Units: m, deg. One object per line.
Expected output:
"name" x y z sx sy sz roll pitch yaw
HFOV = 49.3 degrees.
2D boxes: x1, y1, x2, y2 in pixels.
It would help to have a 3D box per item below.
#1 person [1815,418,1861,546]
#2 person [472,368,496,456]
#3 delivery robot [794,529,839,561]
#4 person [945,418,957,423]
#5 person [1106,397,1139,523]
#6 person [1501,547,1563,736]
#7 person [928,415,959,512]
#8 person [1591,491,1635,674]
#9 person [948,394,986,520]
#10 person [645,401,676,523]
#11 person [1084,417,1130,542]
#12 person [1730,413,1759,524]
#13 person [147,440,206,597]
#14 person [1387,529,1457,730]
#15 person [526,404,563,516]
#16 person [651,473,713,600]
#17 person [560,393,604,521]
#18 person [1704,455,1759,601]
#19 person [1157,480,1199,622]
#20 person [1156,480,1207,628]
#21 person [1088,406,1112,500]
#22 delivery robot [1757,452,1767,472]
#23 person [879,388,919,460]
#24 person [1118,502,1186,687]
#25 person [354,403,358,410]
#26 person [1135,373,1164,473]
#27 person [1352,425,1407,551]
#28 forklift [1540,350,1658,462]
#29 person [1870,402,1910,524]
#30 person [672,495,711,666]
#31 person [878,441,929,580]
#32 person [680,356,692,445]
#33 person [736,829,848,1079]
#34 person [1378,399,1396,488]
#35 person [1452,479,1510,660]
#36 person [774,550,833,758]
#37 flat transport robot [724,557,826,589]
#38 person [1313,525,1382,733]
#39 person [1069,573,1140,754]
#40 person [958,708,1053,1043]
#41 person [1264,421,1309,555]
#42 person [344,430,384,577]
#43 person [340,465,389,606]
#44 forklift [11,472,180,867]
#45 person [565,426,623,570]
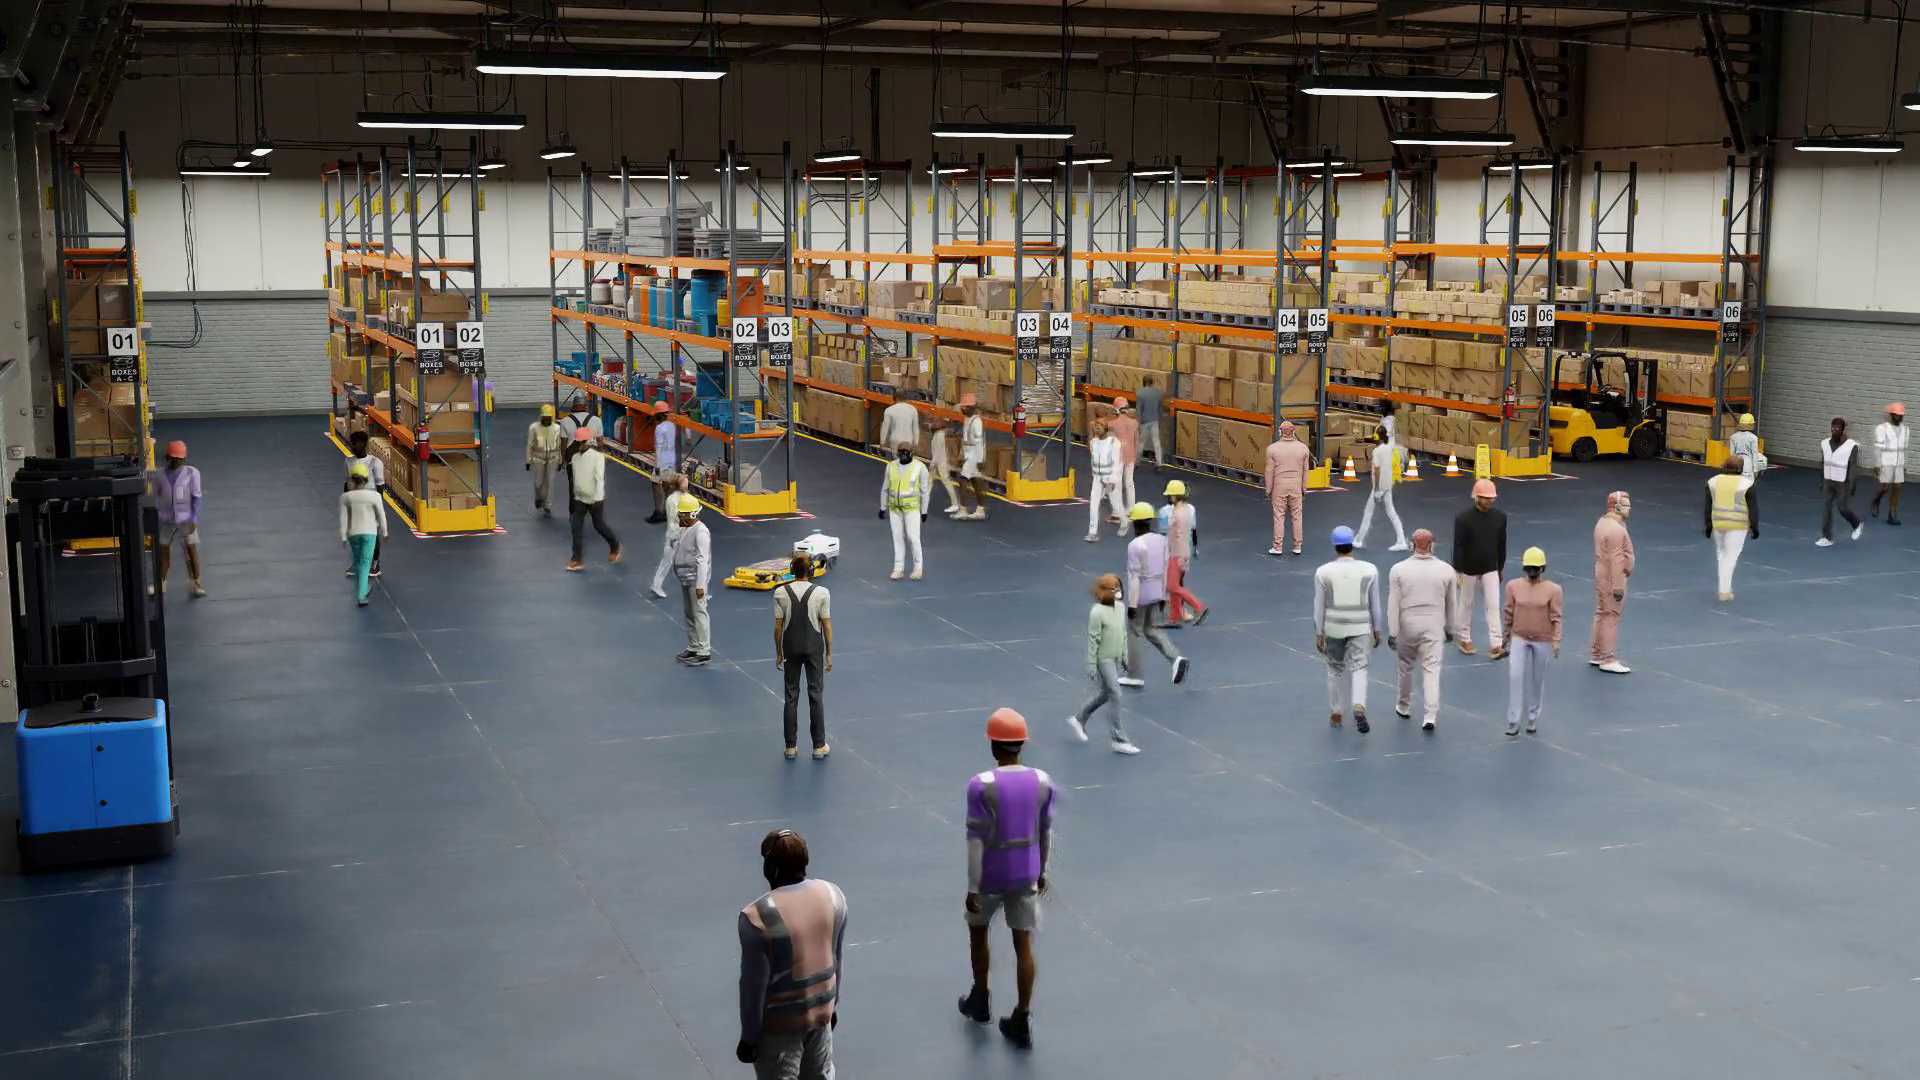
"person" 12.955 -0.868 30.805 0.720 1.895 0.598 -6 10 -33
"person" -9.746 -2.616 42.648 0.590 1.826 0.460 -3 9 -16
"delivery robot" -1.952 0.100 28.605 0.477 0.478 0.707 5 10 30
"person" -0.243 -3.731 49.900 0.618 1.872 0.980 -2 9 -11
"person" 2.558 -1.270 33.123 0.611 1.996 0.375 -6 10 -34
"person" 5.227 0.941 19.204 0.552 1.733 0.786 3 9 22
"person" -0.399 -1.243 34.285 0.842 1.587 0.517 -2 9 -11
"person" 6.905 0.429 22.093 0.403 1.906 0.651 1 9 4
"person" 0.064 -1.311 33.309 0.792 2.016 0.647 -2 9 -13
"person" -4.723 -1.238 33.141 0.418 1.932 0.564 3 9 21
"person" 2.218 -0.927 31.351 0.578 1.852 0.921 6 11 36
"person" 12.358 -1.124 32.988 0.295 1.744 0.484 -7 11 -37
"person" -10.010 -0.268 26.466 0.867 2.003 0.404 0 9 2
"person" 4.337 0.823 19.656 0.662 1.861 1.004 0 9 2
"person" -6.743 -1.311 34.012 0.613 1.808 0.542 -3 9 -18
"person" -3.546 -0.050 26.324 0.868 1.596 0.538 5 10 30
"person" -6.036 -1.314 33.412 0.688 2.000 0.536 -2 9 -14
"person" 9.758 -0.168 26.372 0.780 1.814 0.623 -7 11 -41
"person" 2.576 0.097 25.113 0.537 1.668 0.804 -6 10 -34
"person" 2.566 0.169 24.329 0.482 1.751 0.535 0 9 2
"person" 2.502 -1.504 36.031 0.586 1.586 0.866 4 9 24
"delivery robot" 14.866 -1.489 39.196 0.477 0.478 0.707 1 9 8
"person" -1.066 -1.693 36.341 0.646 1.879 1.053 -5 10 -31
"person" 1.923 0.565 21.204 0.690 1.909 0.591 7 11 40
"person" -13.726 -3.315 47.853 0.607 1.650 0.553 2 9 13
"person" 3.594 -2.236 39.935 0.644 1.887 1.045 -4 9 -24
"person" 6.084 -0.760 30.333 0.996 1.815 0.557 8 12 42
"forklift" 12.897 -2.725 42.309 2.313 2.155 1.214 -3 9 -21
"person" 14.690 -1.224 33.037 0.561 1.927 0.522 -1 9 -9
"person" -2.872 0.419 22.442 0.404 1.823 0.597 -5 10 -28
"person" -0.740 -0.397 27.854 0.648 1.838 0.463 4 9 25
"person" -6.093 -3.006 45.003 0.830 1.912 0.584 1 9 8
"person" -0.821 2.278 9.978 0.430 1.845 0.624 8 12 44
"person" 7.383 -1.616 36.433 0.369 1.683 0.554 1 9 4
"person" 5.652 0.322 22.648 0.653 1.944 1.010 -1 9 -7
"person" -1.377 1.003 18.467 0.514 1.845 0.338 1 9 4
"flat transport robot" -2.434 0.427 27.672 0.652 0.197 1.431 5 10 30
"person" 3.578 0.840 19.366 0.629 1.913 0.800 2 9 10
"person" 1.291 1.075 18.782 0.756 1.603 0.507 6 10 35
"person" 0.231 1.909 12.191 0.581 1.911 0.774 -4 9 -23
"person" 4.645 -0.738 29.872 0.643 1.910 0.400 -1 9 -8
"person" -7.999 -0.494 28.047 0.600 1.967 0.368 3 9 19
"person" -7.406 -0.076 26.080 0.532 1.724 0.900 1 9 6
"forklift" -6.630 0.886 15.957 1.129 2.768 1.873 -3 9 -21
"person" -5.049 -0.597 28.777 0.613 1.963 0.913 5 10 29
